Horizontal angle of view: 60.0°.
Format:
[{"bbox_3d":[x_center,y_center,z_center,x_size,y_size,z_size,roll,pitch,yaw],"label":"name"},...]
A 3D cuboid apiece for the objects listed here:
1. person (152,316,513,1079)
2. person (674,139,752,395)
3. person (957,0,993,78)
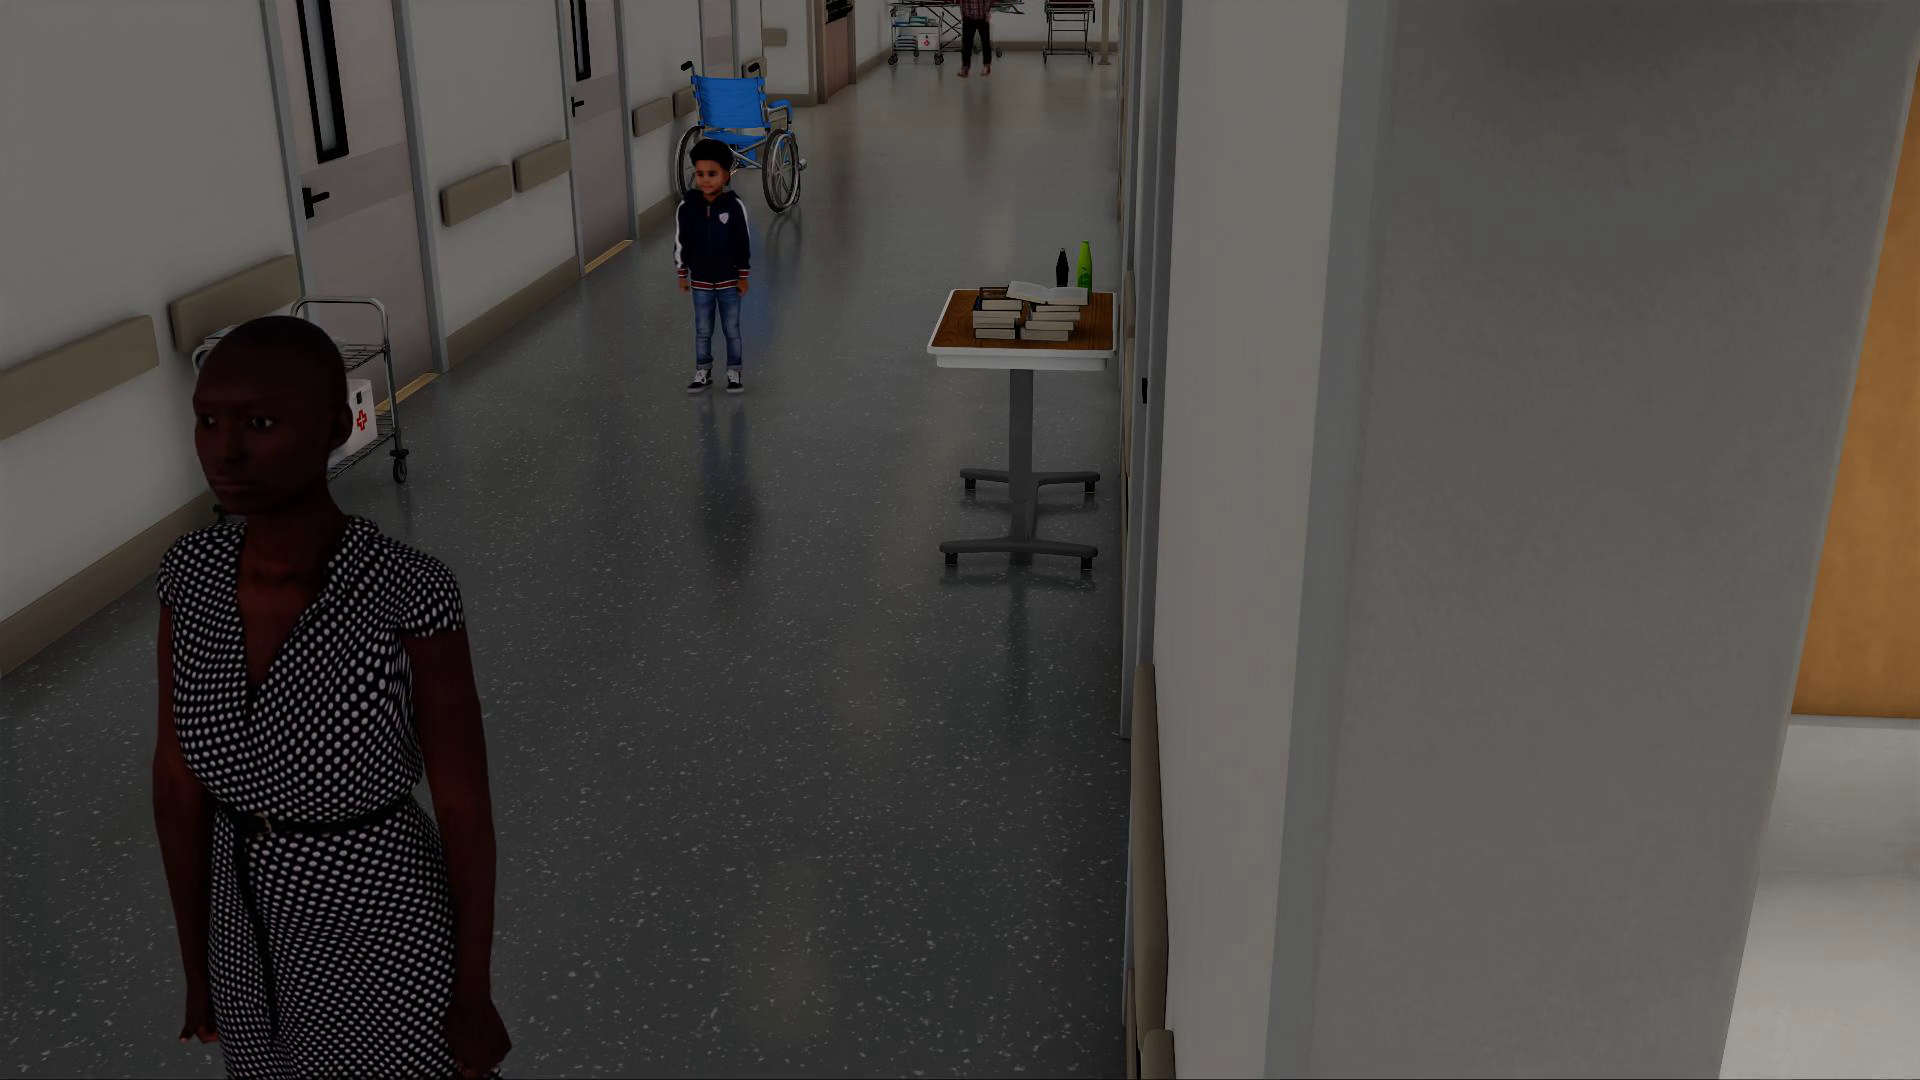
[{"bbox_3d":[-0.815,0.578,2.236,0.631,1.786,0.546,4,21,10],"label":"person"},{"bbox_3d":[-1.180,-1.316,8.035,0.505,1.221,0.470,2,21,4],"label":"person"},{"bbox_3d":[0.271,-7.366,23.299,0.921,1.723,1.184,9,22,21],"label":"person"}]
